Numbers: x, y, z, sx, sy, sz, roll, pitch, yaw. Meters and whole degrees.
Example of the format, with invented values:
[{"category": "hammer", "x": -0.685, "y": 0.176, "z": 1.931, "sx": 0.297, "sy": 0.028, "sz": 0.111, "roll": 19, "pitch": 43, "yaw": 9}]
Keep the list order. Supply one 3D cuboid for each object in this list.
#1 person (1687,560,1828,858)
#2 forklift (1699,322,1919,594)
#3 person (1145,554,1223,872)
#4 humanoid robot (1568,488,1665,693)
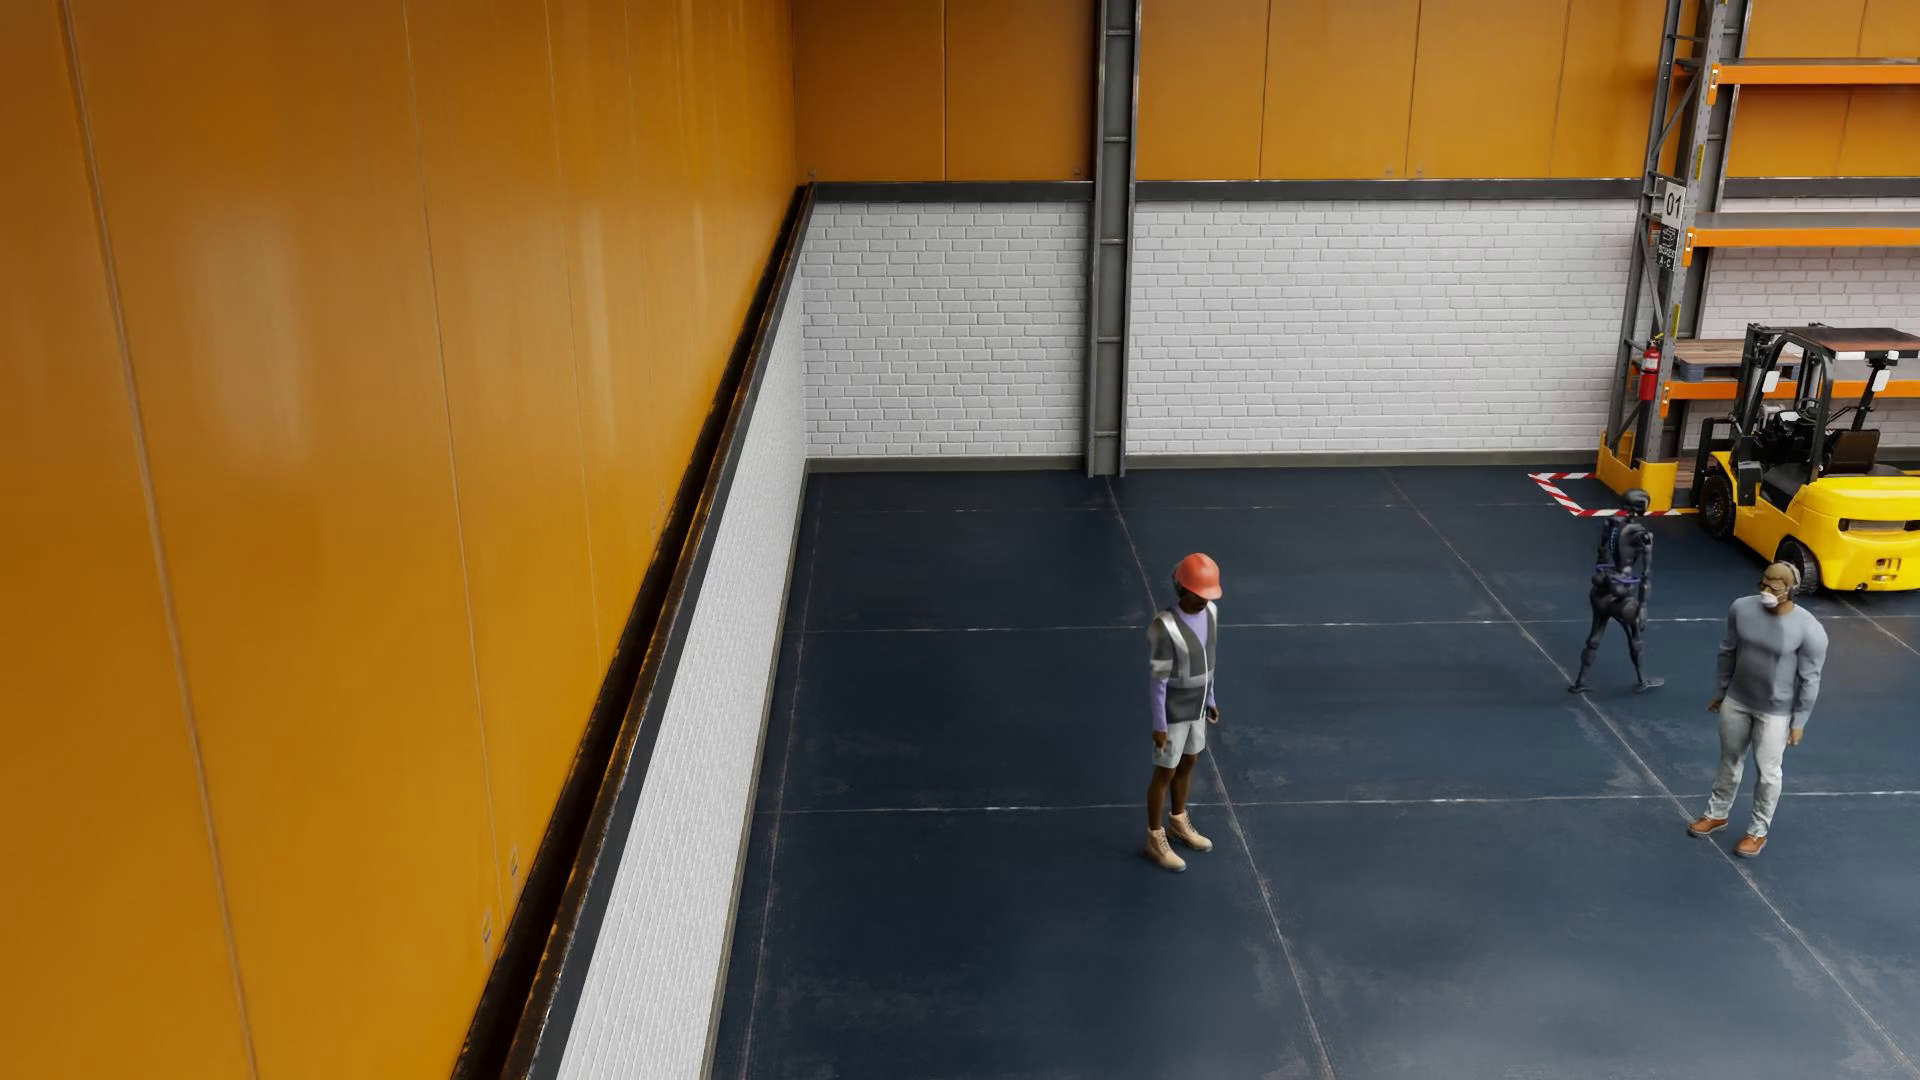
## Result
[{"category": "person", "x": 4.969, "y": 1.036, "z": 10.336, "sx": 0.379, "sy": 1.940, "sz": 0.627, "roll": -13, "pitch": 24, "yaw": -31}, {"category": "forklift", "x": 7.809, "y": -0.792, "z": 14.926, "sx": 1.214, "sy": 2.155, "sz": 2.313, "roll": -1, "pitch": 20, "yaw": -2}, {"category": "person", "x": 1.393, "y": 1.037, "z": 10.201, "sx": 0.389, "sy": 2.033, "sz": 0.605, "roll": 18, "pitch": 27, "yaw": 40}, {"category": "humanoid robot", "x": 5.000, "y": 0.379, "z": 12.519, "sx": 0.684, "sy": 1.639, "sz": 0.588, "roll": -7, "pitch": 21, "yaw": -18}]
